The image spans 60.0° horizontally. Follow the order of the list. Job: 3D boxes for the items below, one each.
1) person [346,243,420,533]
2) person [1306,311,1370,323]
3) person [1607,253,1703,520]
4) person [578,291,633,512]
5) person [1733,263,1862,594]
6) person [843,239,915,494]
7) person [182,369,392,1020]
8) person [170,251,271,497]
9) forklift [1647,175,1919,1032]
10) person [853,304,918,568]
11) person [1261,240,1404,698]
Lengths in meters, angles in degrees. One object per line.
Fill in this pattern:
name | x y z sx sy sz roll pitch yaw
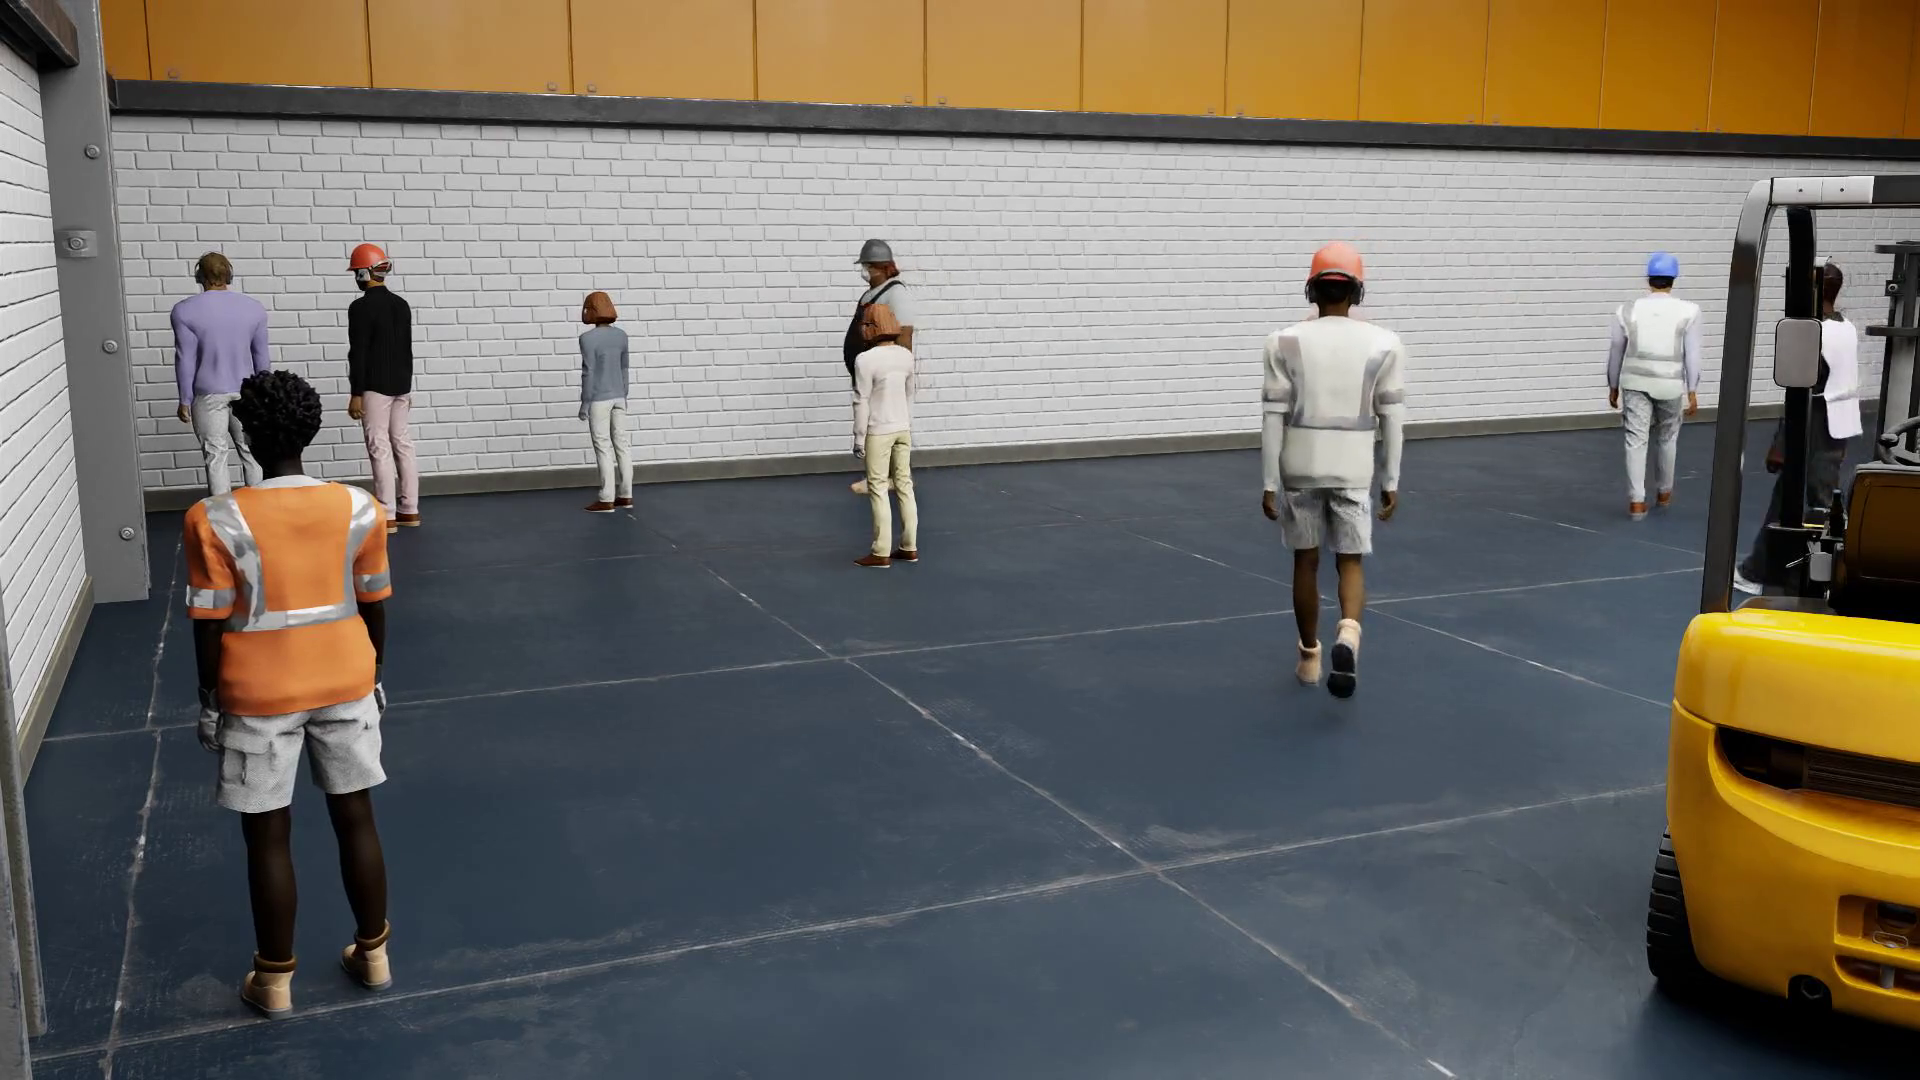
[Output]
person | -4.019 -1.047 11.526 0.402 1.987 0.610 3 11 15
person | 2.973 -1.237 13.173 0.525 1.769 0.327 2 10 10
person | 5.092 -1.133 12.208 0.644 1.901 0.956 5 11 26
person | -2.641 -1.022 12.356 0.266 1.631 0.507 6 12 28
person | 4.562 -0.573 9.171 0.883 1.885 0.620 9 13 39
person | -0.711 -1.384 13.228 0.676 2.000 0.697 -3 11 -18
person | -1.734 0.401 4.363 0.530 1.689 0.321 -10 14 -44
person | -4.975 -0.974 11.250 0.355 1.938 0.636 10 14 43
forklift | 2.810 0.094 4.662 1.214 2.155 2.313 7 12 34
person | -0.468 -0.645 10.312 0.287 1.625 0.497 9 13 39
person | 1.617 -0.288 7.270 0.612 2.023 0.768 1 10 7
